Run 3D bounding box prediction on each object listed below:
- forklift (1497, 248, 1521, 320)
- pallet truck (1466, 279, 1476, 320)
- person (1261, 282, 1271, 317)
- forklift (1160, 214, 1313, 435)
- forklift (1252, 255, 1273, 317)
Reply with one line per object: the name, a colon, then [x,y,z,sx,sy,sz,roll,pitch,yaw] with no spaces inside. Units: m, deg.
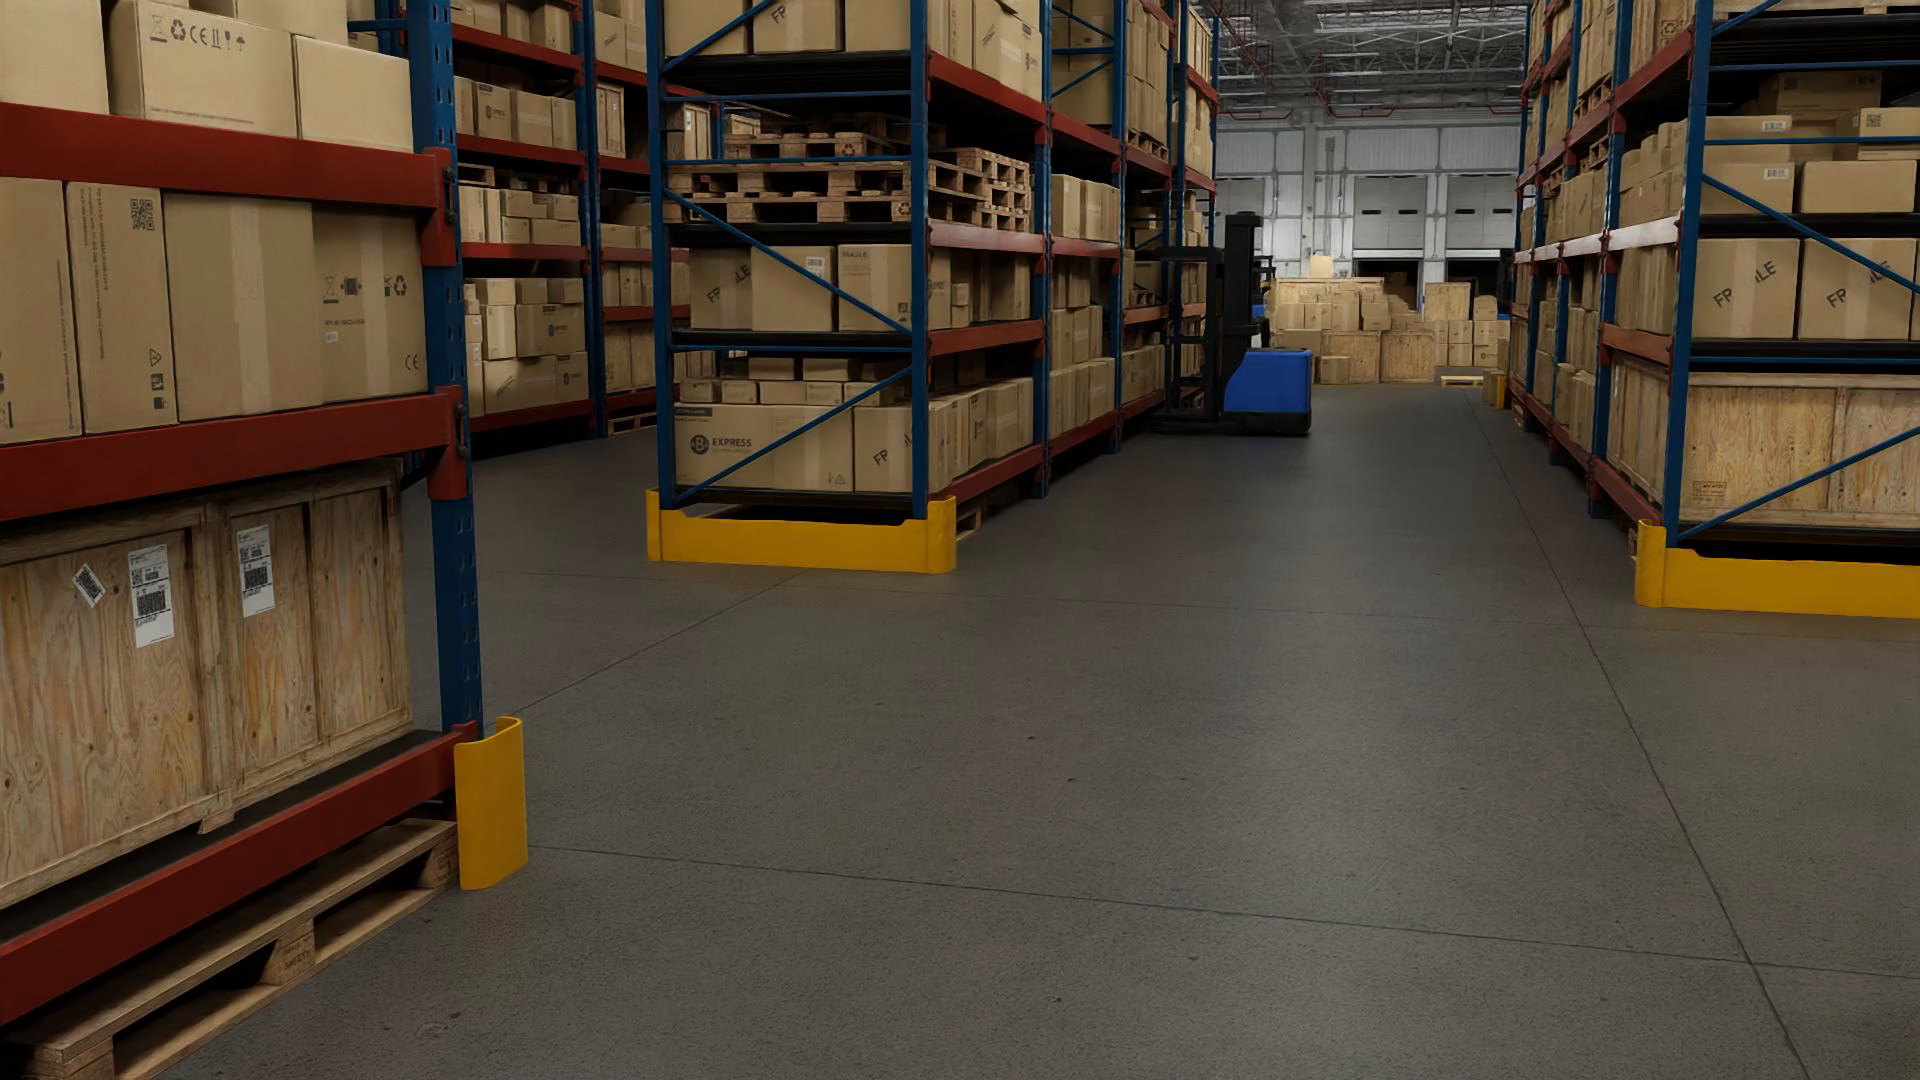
forklift: [14.837,-6.388,44.357,1.129,2.768,1.873,5,10,30]
pallet truck: [18.896,-8.459,60.307,1.885,1.965,0.823,5,10,31]
person: [10.533,-7.968,57.492,0.649,1.900,0.613,1,9,6]
forklift: [3.637,-2.813,21.642,1.873,2.768,1.129,2,9,15]
forklift: [10.551,-8.662,58.805,1.129,2.768,1.873,2,9,15]
